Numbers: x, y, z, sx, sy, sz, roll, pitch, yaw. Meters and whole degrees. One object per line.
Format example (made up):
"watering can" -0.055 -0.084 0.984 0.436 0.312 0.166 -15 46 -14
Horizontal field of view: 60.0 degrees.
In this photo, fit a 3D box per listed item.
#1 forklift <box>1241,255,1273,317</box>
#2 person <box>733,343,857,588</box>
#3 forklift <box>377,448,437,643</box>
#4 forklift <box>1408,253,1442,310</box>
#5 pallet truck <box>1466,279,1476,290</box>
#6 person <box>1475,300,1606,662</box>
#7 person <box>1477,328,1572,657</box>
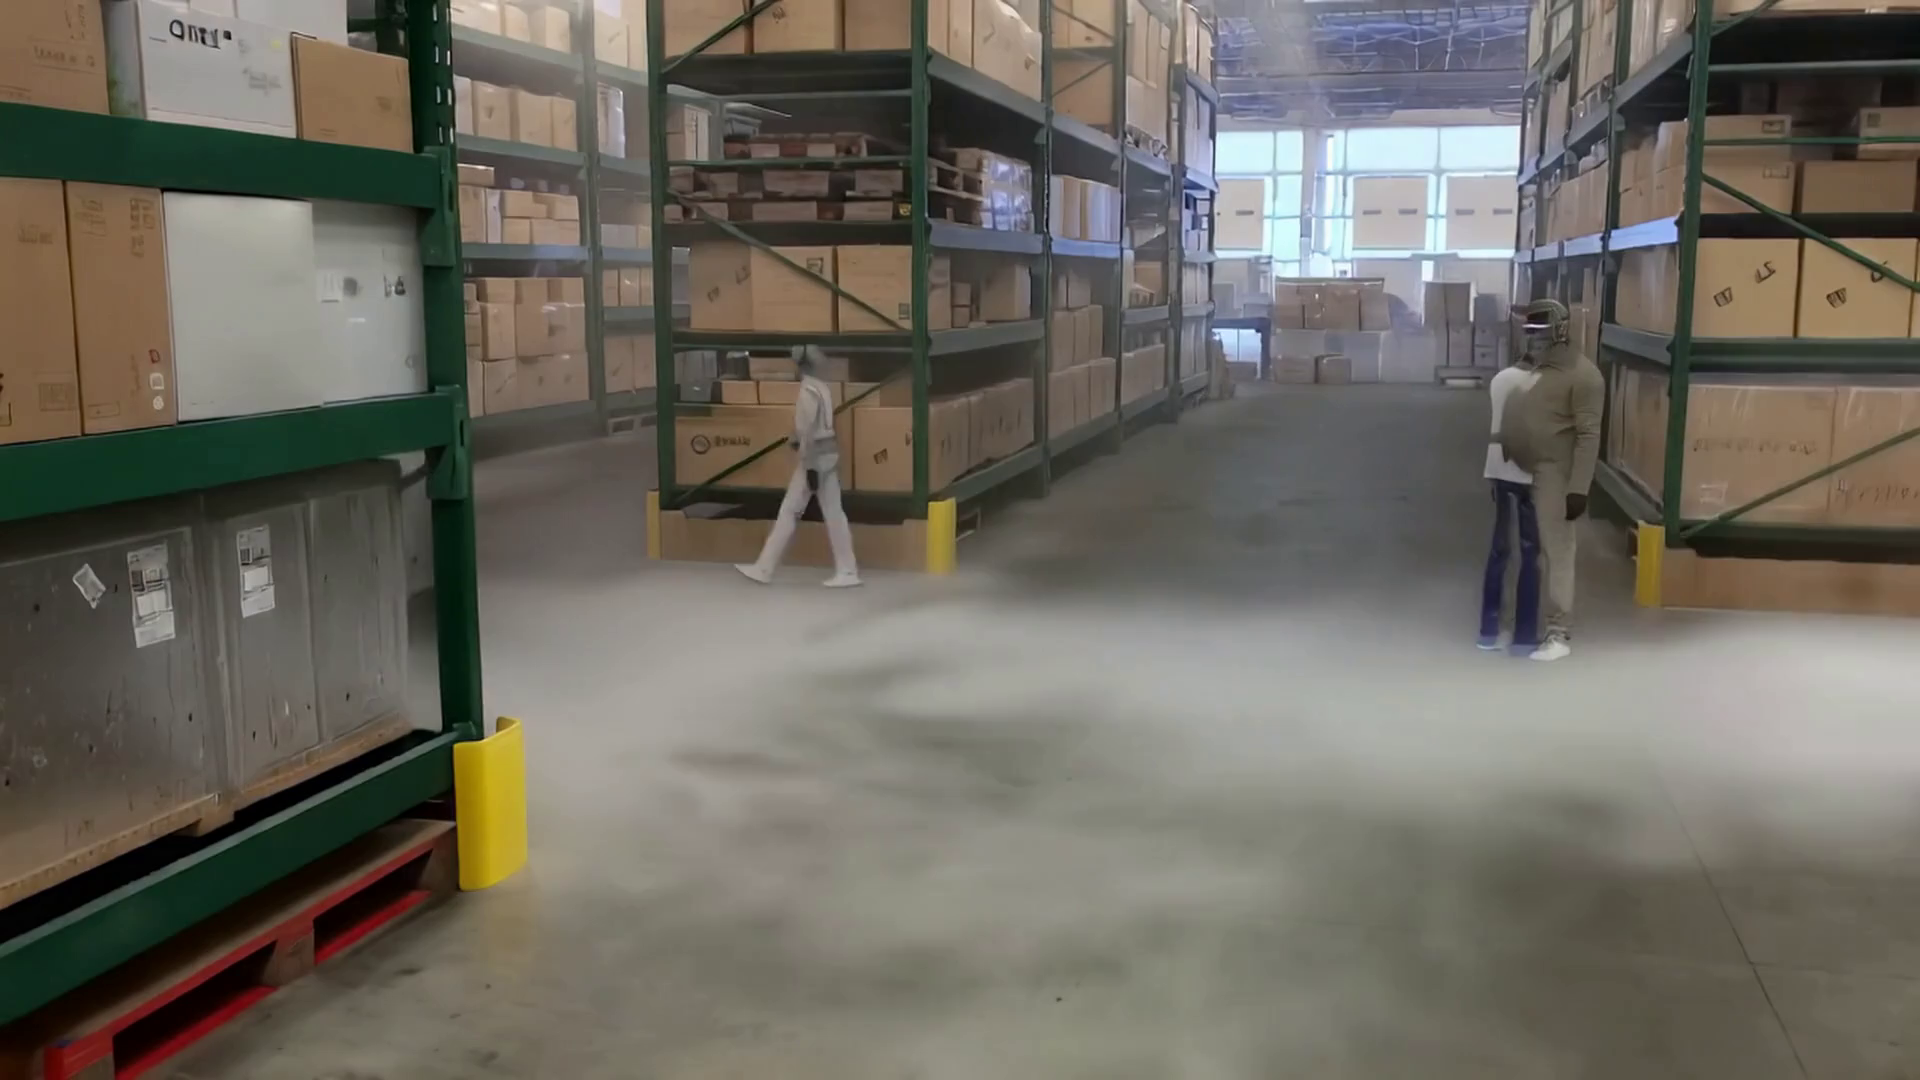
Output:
"forklift" 10.551 -8.662 58.805 1.129 2.768 1.873 2 9 15
"person" -1.056 -0.477 10.832 0.843 1.592 0.546 2 9 10
"forklift" -3.875 -0.793 8.811 1.873 2.768 1.129 0 9 2
"forklift" 15.027 -7.866 53.745 1.129 2.768 1.873 -2 9 -13
"pallet truck" 18.896 -8.459 60.307 1.885 1.965 0.823 5 10 31
"person" 3.071 -0.313 8.843 0.406 1.911 0.639 -4 10 -26
"person" 3.035 -0.287 8.919 0.396 1.836 0.565 -5 10 -27
